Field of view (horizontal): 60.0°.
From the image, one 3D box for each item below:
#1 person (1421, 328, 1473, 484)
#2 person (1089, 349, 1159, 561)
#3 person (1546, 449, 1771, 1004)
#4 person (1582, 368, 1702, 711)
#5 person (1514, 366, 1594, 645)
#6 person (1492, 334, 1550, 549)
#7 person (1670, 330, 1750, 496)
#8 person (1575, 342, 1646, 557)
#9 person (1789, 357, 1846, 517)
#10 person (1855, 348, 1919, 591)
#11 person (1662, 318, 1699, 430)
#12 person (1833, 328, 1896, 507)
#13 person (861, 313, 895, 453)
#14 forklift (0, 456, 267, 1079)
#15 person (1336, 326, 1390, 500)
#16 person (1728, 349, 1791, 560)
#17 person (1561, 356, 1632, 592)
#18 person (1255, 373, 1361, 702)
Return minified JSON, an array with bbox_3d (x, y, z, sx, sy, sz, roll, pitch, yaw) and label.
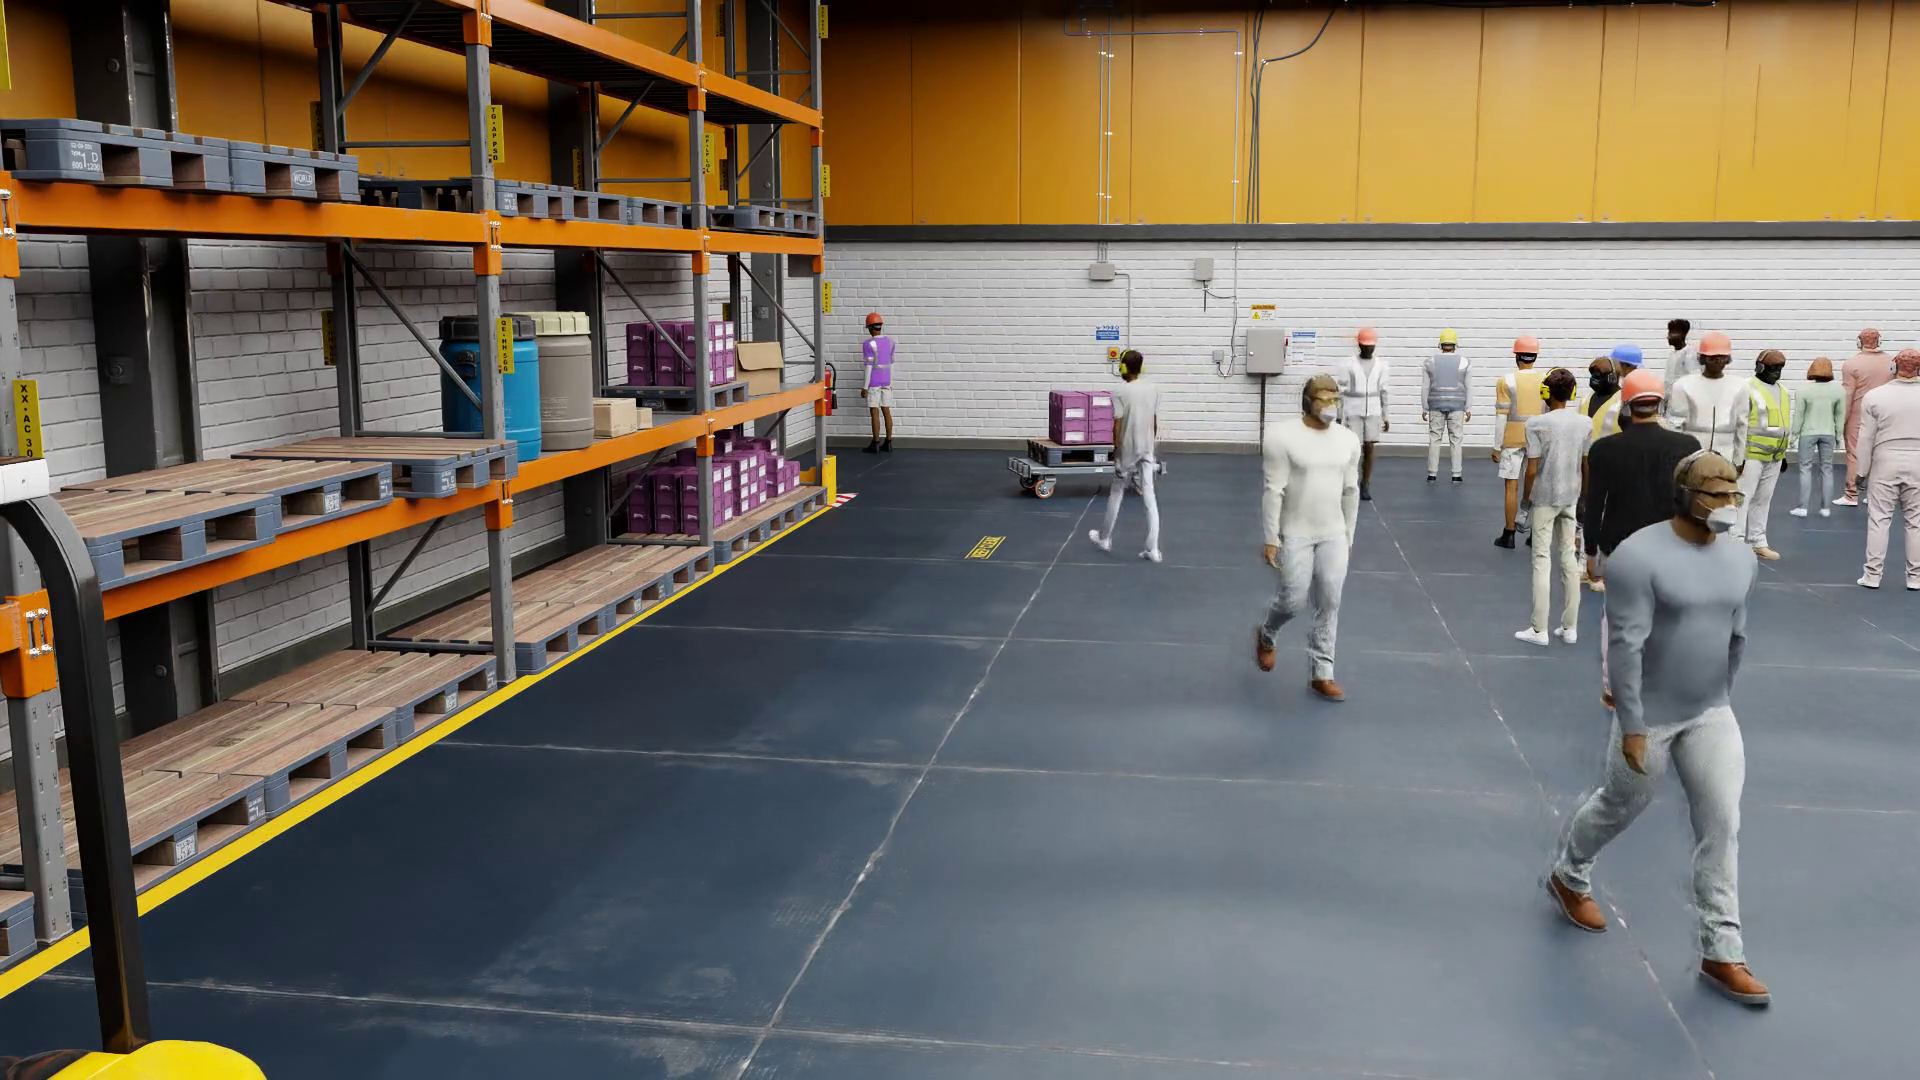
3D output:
[{"bbox_3d":[5.726,-1.571,19.564,0.590,1.837,0.404,3,10,18],"label":"person"},{"bbox_3d":[1.501,-0.757,14.606,0.540,1.822,0.963,-4,10,-22],"label":"person"},{"bbox_3d":[2.527,0.603,5.997,0.636,1.903,0.982,-2,9,-14],"label":"person"},{"bbox_3d":[3.776,0.039,9.224,0.627,1.971,0.726,3,10,18],"label":"person"},{"bbox_3d":[3.981,-0.226,11.172,0.523,1.870,0.317,-2,9,-11],"label":"person"},{"bbox_3d":[5.076,-0.887,15.035,0.548,1.936,0.378,0,9,-2],"label":"person"},{"bbox_3d":[6.052,-0.679,13.470,0.617,2.022,0.432,2,9,12],"label":"person"},{"bbox_3d":[5.656,-0.745,14.267,0.658,1.902,0.673,-1,9,-6],"label":"person"},{"bbox_3d":[8.737,-1.048,16.965,0.507,1.631,0.266,1,9,6],"label":"person"},{"bbox_3d":[7.373,-0.550,13.054,0.640,1.909,0.409,3,10,19],"label":"person"},{"bbox_3d":[8.378,-1.610,19.430,0.422,1.952,0.634,0,9,1],"label":"person"},{"bbox_3d":[9.613,-1.300,17.695,0.639,1.904,0.402,-1,9,-7],"label":"person"},{"bbox_3d":[-1.151,-2.154,22.883,0.373,1.928,0.543,9,13,43],"label":"person"},{"bbox_3d":[-2.328,0.975,2.765,2.313,2.155,1.214,1,9,9],"label":"forklift"},{"bbox_3d":[4.416,-1.398,18.255,0.566,1.913,0.543,0,9,-3],"label":"person"},{"bbox_3d":[6.918,-0.726,14.361,0.621,1.837,0.429,-5,10,-26],"label":"person"},{"bbox_3d":[5.037,-0.521,13.073,0.429,1.841,0.634,-3,10,-19],"label":"person"},{"bbox_3d":[2.051,-0.036,9.853,0.638,1.920,0.693,-3,10,-15],"label":"person"}]
